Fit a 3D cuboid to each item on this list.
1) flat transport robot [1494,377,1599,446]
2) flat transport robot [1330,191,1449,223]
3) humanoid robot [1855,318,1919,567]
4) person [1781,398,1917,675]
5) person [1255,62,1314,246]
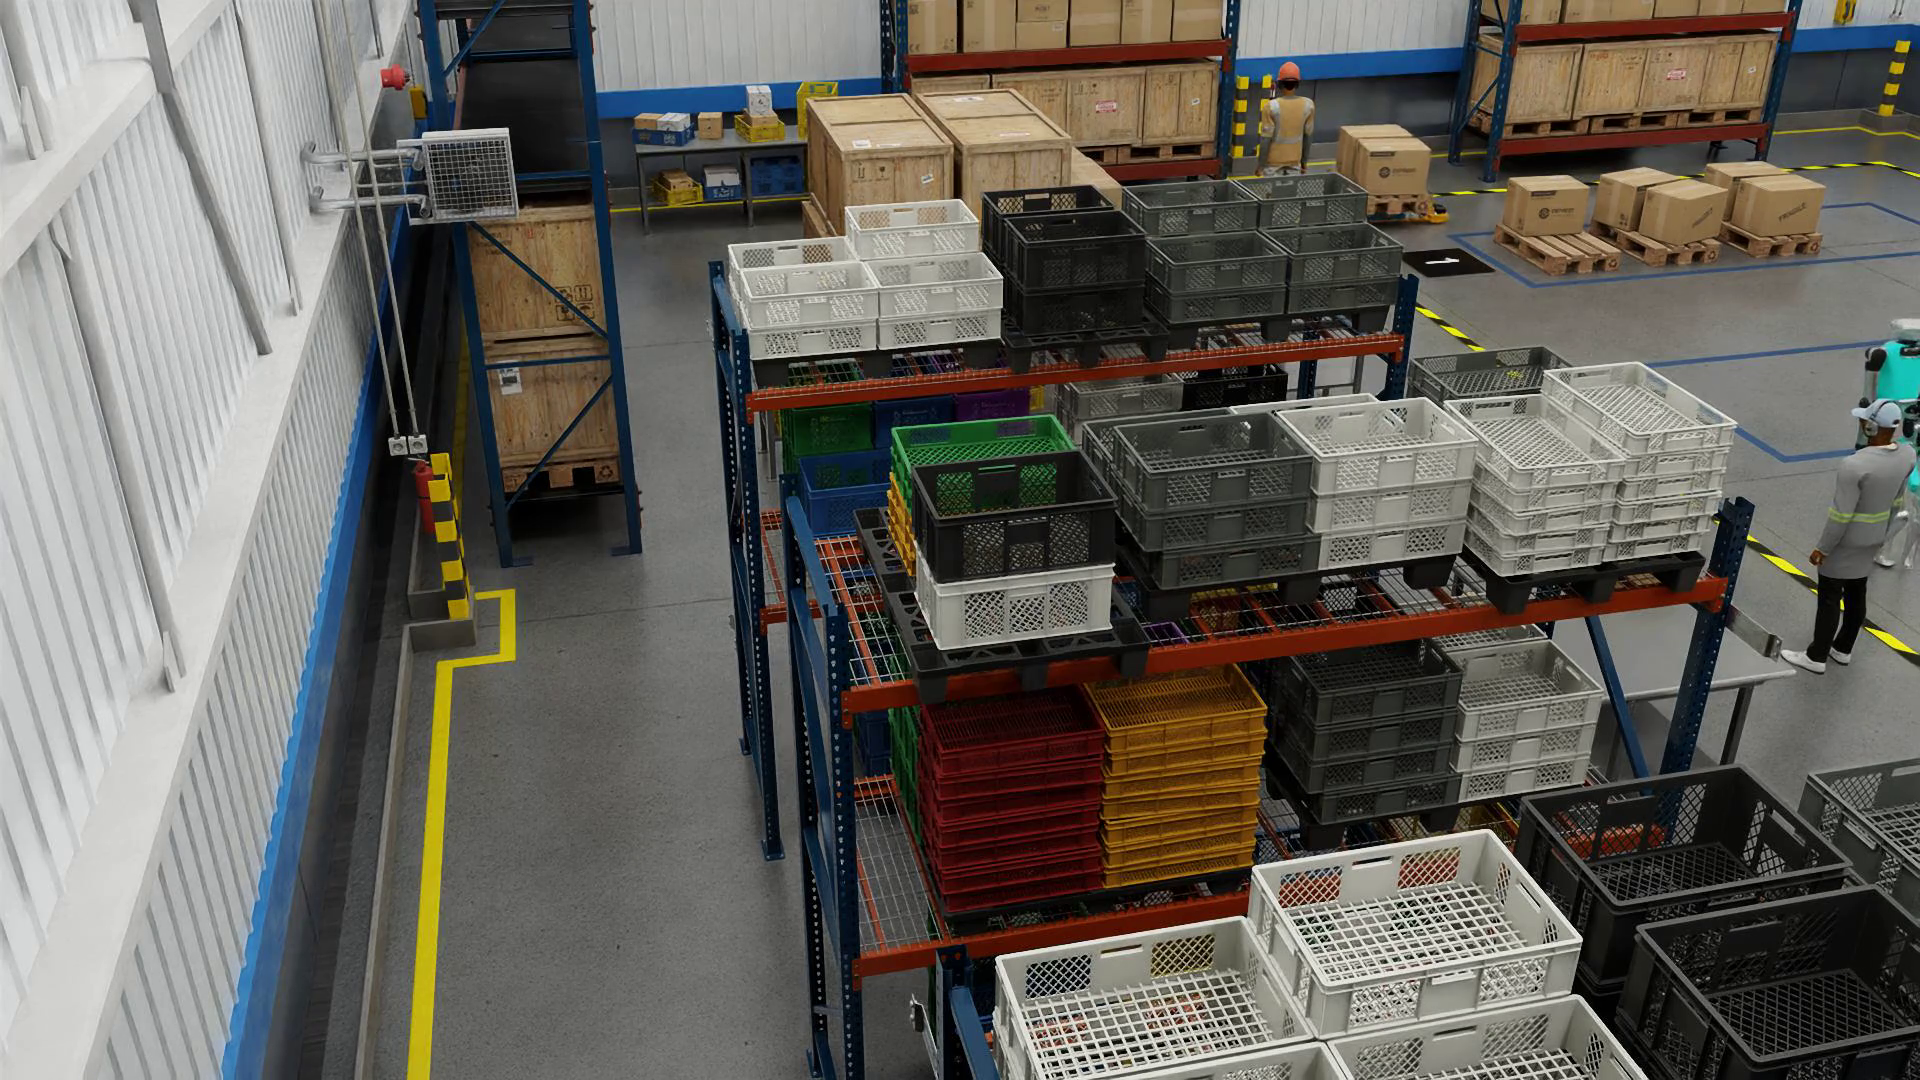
[{"bbox_3d":[4.780,-1.036,14.013,0.659,0.231,1.431,-6,28,-12],"label":"flat transport robot"},{"bbox_3d":[4.890,-3.867,19.353,1.431,0.197,0.652,-3,28,-5],"label":"flat transport robot"},{"bbox_3d":[6.609,-0.593,11.629,0.534,1.792,0.810,-4,28,-8],"label":"humanoid robot"},{"bbox_3d":[5.563,-0.030,10.404,0.598,1.850,0.387,-12,30,-21],"label":"person"},{"bbox_3d":[3.475,-4.117,17.958,0.614,2.039,0.379,-8,29,-15],"label":"person"}]
